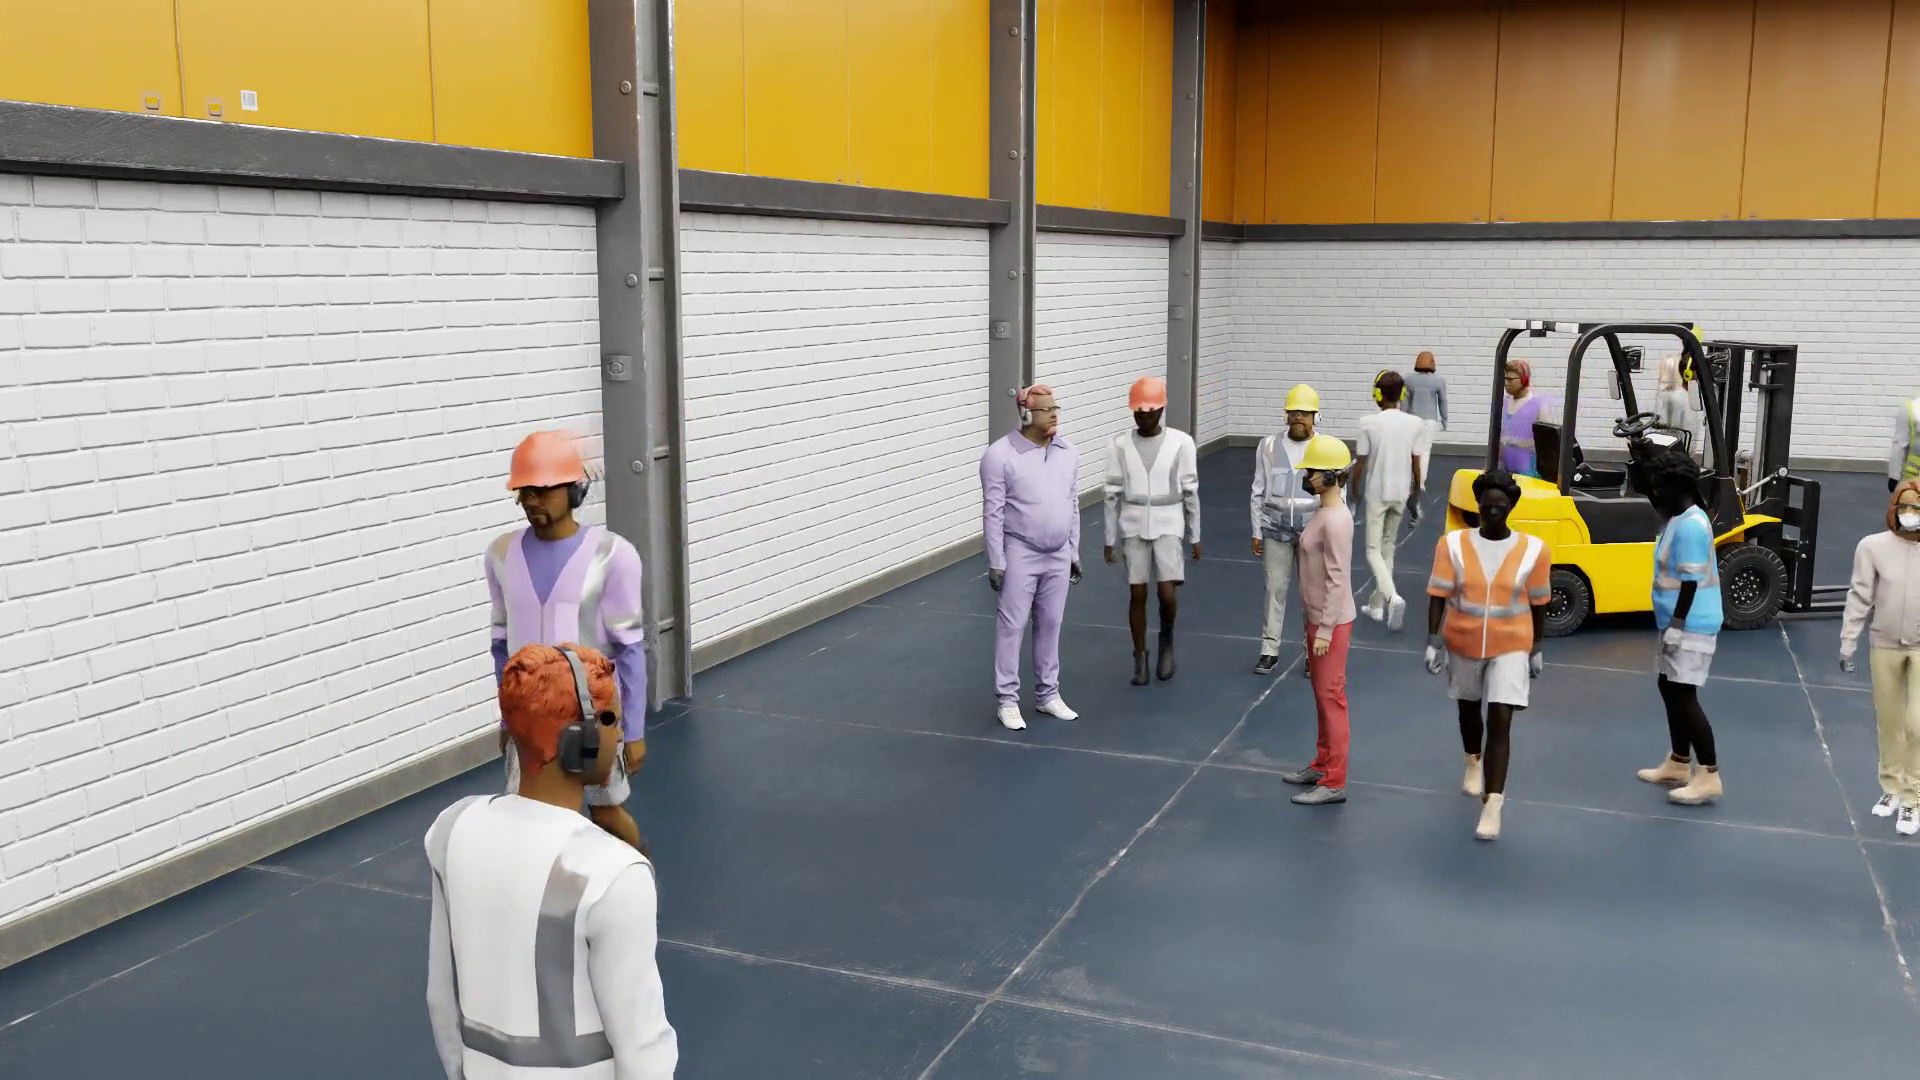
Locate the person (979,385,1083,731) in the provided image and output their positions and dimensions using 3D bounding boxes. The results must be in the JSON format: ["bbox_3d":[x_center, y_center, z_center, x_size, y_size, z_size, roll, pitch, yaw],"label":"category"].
[{"bbox_3d":[0.425,0.091,9.286,0.641,1.913,0.407,-6,11,-33],"label":"person"}]

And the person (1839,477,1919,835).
[{"bbox_3d":[4.296,0.520,7.582,0.525,1.609,0.617,9,13,43],"label":"person"}]

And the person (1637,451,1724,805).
[{"bbox_3d":[3.505,0.415,8.015,0.438,1.679,0.593,3,10,17],"label":"person"}]

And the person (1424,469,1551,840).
[{"bbox_3d":[2.447,0.478,7.739,0.543,1.648,0.899,4,10,23],"label":"person"}]

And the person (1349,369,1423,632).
[{"bbox_3d":[3.034,-0.284,11.783,0.527,1.843,0.816,-2,9,-9],"label":"person"}]

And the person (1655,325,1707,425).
[{"bbox_3d":[8.315,-1.531,19.152,0.621,1.900,0.649,2,10,11],"label":"person"}]

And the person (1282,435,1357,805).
[{"bbox_3d":[1.733,0.381,7.967,0.310,1.769,0.525,1,9,5],"label":"person"}]

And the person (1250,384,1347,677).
[{"bbox_3d":[2.103,-0.057,10.405,0.592,1.837,0.404,3,10,20],"label":"person"}]

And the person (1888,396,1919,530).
[{"bbox_3d":[8.076,-0.578,13.858,0.643,1.759,1.107,3,10,20],"label":"person"}]

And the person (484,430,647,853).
[{"bbox_3d":[-1.396,0.589,6.002,0.618,2.007,0.995,2,10,12],"label":"person"}]

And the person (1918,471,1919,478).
[{"bbox_3d":[6.757,-0.173,11.079,1.012,1.849,0.665,-9,13,-44],"label":"person"}]

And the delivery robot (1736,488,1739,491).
[{"bbox_3d":[7.289,-0.437,16.300,0.477,0.478,0.707,-4,10,-23],"label":"delivery robot"}]

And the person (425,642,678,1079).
[{"bbox_3d":[-0.747,1.120,3.127,0.585,1.882,0.337,7,12,35],"label":"person"}]

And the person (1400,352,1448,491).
[{"bbox_3d":[5.325,-1.369,19.128,0.518,1.588,0.878,4,10,24],"label":"person"}]

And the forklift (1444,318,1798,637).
[{"bbox_3d":[4.706,-0.497,11.990,2.313,2.155,1.214,-2,10,-10],"label":"forklift"}]

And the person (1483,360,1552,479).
[{"bbox_3d":[4.396,-0.525,13.307,0.835,1.807,0.573,-2,10,-14],"label":"person"}]

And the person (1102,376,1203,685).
[{"bbox_3d":[1.161,-0.041,10.080,0.617,1.910,0.486,2,10,12],"label":"person"}]

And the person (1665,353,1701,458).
[{"bbox_3d":[6.035,-0.668,14.085,0.659,1.849,0.499,7,12,36],"label":"person"}]
